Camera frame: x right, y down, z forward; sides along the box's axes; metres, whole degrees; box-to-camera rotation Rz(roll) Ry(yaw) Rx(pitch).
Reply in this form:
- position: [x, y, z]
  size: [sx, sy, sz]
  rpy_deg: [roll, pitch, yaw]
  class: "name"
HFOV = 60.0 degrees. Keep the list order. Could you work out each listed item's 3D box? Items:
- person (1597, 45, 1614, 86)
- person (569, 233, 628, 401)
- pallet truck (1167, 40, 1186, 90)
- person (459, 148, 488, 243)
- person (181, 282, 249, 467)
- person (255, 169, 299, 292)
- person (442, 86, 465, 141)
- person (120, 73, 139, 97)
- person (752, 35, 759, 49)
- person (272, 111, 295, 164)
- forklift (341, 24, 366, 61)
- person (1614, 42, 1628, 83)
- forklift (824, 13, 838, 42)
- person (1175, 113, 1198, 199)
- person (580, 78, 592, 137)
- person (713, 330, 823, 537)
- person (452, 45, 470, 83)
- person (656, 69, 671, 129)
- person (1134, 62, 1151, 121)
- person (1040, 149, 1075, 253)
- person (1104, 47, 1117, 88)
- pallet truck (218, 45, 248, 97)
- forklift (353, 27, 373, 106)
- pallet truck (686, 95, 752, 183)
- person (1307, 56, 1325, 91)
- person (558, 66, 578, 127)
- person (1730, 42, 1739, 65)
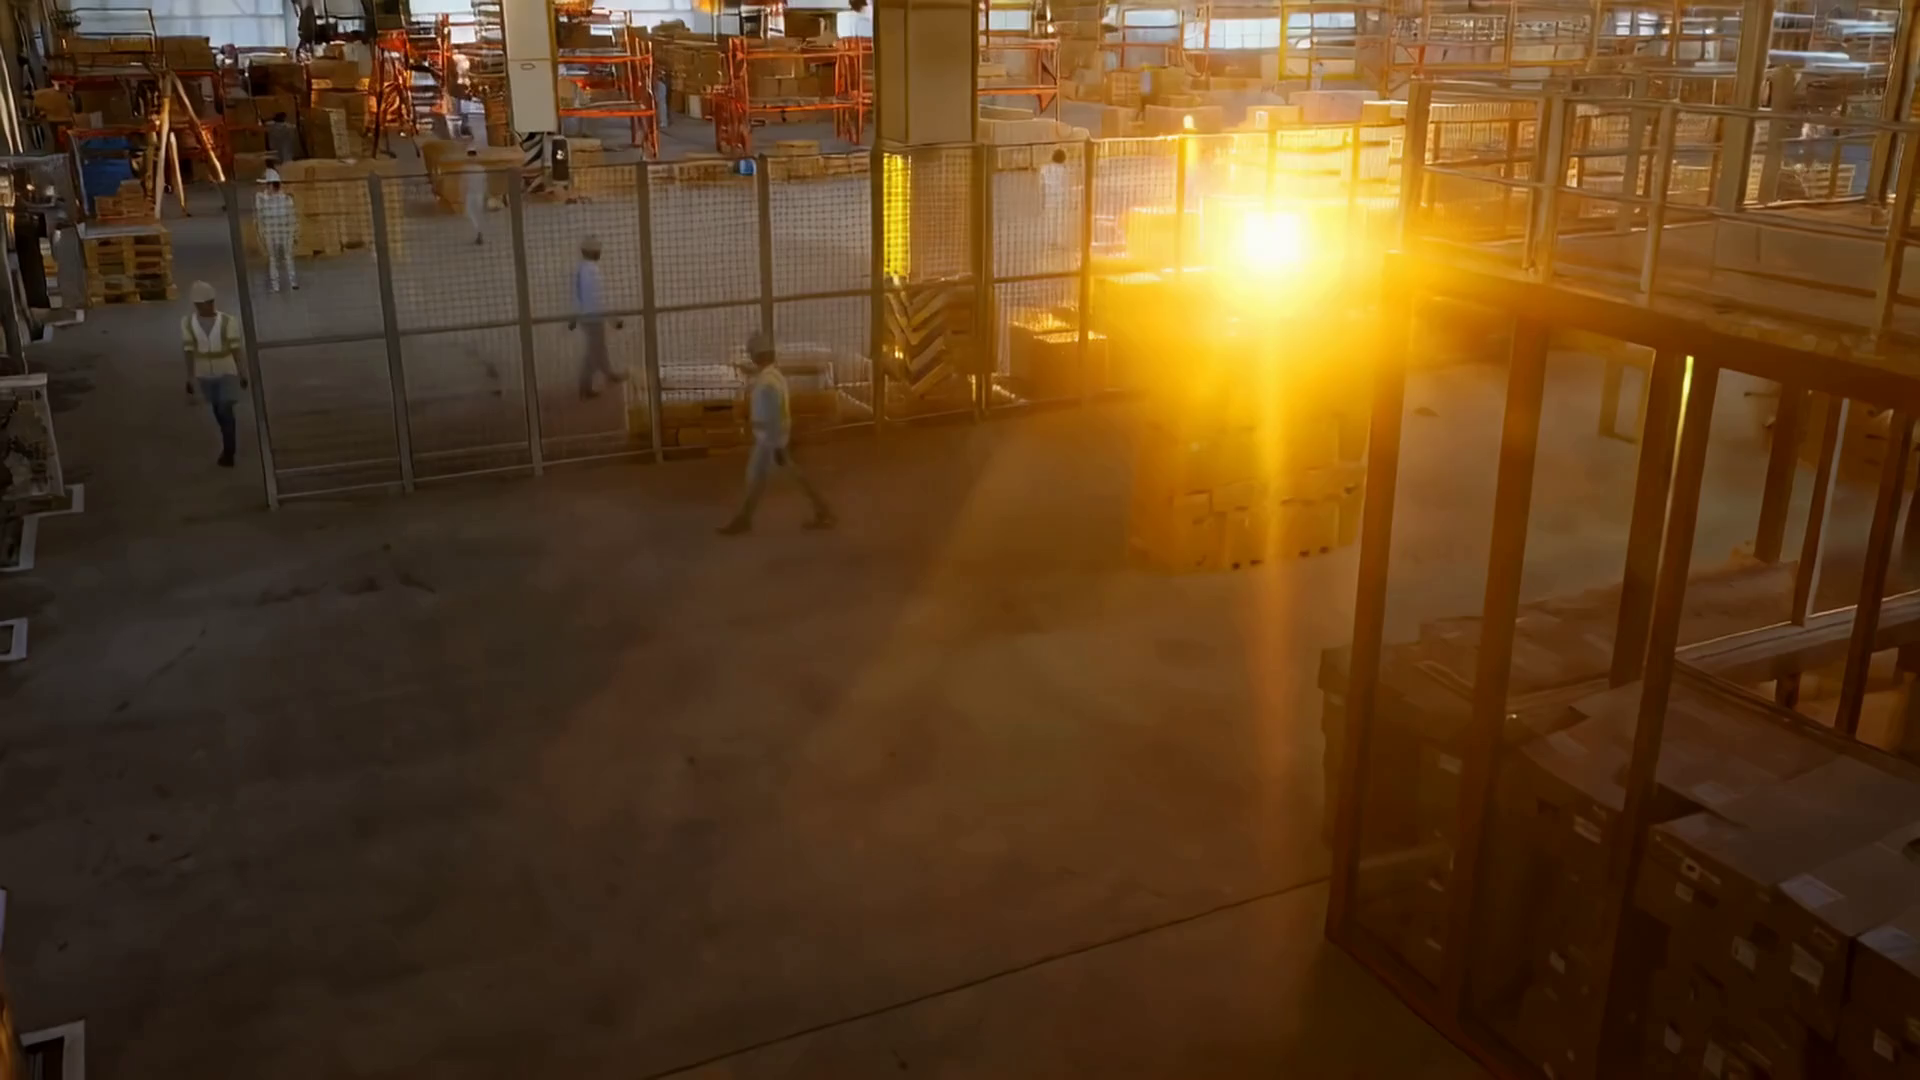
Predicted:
- position: [26.760, -19.523, 68.805]
  size: [0.996, 1.850, 0.677]
  rpy_deg: [-14, 23, -35]
  class: "person"
- position: [-4.278, -2.686, 19.850]
  size: [0.614, 1.951, 0.932]
  rpy_deg: [15, 24, 37]
  class: "person"
- position: [9.045, -19.971, 69.895]
  size: [0.823, 1.965, 1.885]
  rpy_deg: [-3, 19, -8]
  class: "pallet truck"
- position: [-9.007, -6.383, 30.860]
  size: [0.552, 1.753, 0.393]
  rpy_deg: [-14, 23, -35]
  class: "person"
- position: [-7.691, -1.716, 17.148]
  size: [0.569, 1.878, 1.008]
  rpy_deg: [-3, 19, -9]
  class: "person"
- position: [-10.775, -4.892, 26.291]
  size: [0.588, 1.927, 0.365]
  rpy_deg: [-6, 20, -17]
  class: "person"
- position: [-13.743, -11.403, 45.270]
  size: [0.587, 1.864, 0.806]
  rpy_deg: [-14, 23, -35]
  class: "person"
- position: [-29.461, -16.167, 59.009]
  size: [0.572, 1.911, 0.413]
  rpy_deg: [-4, 19, -11]
  class: "person"
- position: [-9.602, -22.719, 78.004]
  size: [0.725, 1.892, 0.633]
  rpy_deg: [-4, 19, -10]
  class: "person"
- position: [-14.485, -8.198, 35.773]
  size: [0.377, 1.995, 0.608]
  rpy_deg: [-2, 19, -5]
  class: "person"
- position: [-23.462, -18.606, 64.604]
  size: [1.129, 2.768, 1.873]
  rpy_deg: [13, 23, 34]
  class: "forklift"
- position: [29.203, -21.215, 73.434]
  size: [0.614, 2.040, 0.384]
  rpy_deg: [-4, 19, -10]
  class: "person"
- position: [-6.171, -23.915, 79.995]
  size: [1.873, 2.768, 1.129]
  rpy_deg: [-9, 21, -25]
  class: "forklift"
- position: [4.995, -8.517, 36.907]
  size: [0.564, 1.851, 0.400]
  rpy_deg: [-7, 20, -19]
  class: "person"
- position: [-11.295, -13.042, 50.195]
  size: [0.325, 1.740, 0.492]
  rpy_deg: [0, 19, 0]
  class: "person"
- position: [-1.714, -0.952, 14.921]
  size: [0.997, 1.895, 0.641]
  rpy_deg: [-1, 19, -3]
  class: "person"
- position: [-20.074, -18.923, 66.979]
  size: [0.626, 1.915, 0.682]
  rpy_deg: [-3, 19, -8]
  class: "person"
- position: [-9.456, -14.039, 52.930]
  size: [0.345, 1.846, 0.507]
  rpy_deg: [5, 20, 13]
  class: "person"
- position: [6.053, -15.010, 55.634]
  size: [0.587, 1.911, 0.713]
  rpy_deg: [-14, 23, -35]
  class: "person"
- position: [1.766, -6.107, 29.946]
  size: [0.634, 1.839, 0.429]
  rpy_deg: [6, 20, 16]
  class: "person"
- position: [6.360, -19.974, 70.353]
  size: [0.540, 1.698, 0.317]
  rpy_deg: [-1, 19, -3]
  class: "person"
- position: [-28.879, -18.665, 66.111]
  size: [0.823, 1.965, 1.885]
  rpy_deg: [-3, 19, -9]
  class: "pallet truck"
- position: [-21.847, -17.438, 61.219]
  size: [1.873, 2.768, 1.129]
  rpy_deg: [-16, 25, -39]
  class: "forklift"
- position: [-5.836, -9.608, 39.856]
  size: [0.823, 1.965, 1.885]
  rpy_deg: [10, 22, 27]
  class: "pallet truck"
- position: [12.683, -16.263, 59.285]
  size: [0.621, 1.916, 0.664]
  rpy_deg: [8, 21, 23]
  class: "person"
- position: [-12.557, -14.192, 53.287]
  size: [0.636, 1.915, 0.833]
  rpy_deg: [-1, 19, -3]
  class: "person"
- position: [33.784, -20.769, 72.471]
  size: [0.552, 1.822, 0.593]
  rpy_deg: [-6, 20, -18]
  class: "person"
